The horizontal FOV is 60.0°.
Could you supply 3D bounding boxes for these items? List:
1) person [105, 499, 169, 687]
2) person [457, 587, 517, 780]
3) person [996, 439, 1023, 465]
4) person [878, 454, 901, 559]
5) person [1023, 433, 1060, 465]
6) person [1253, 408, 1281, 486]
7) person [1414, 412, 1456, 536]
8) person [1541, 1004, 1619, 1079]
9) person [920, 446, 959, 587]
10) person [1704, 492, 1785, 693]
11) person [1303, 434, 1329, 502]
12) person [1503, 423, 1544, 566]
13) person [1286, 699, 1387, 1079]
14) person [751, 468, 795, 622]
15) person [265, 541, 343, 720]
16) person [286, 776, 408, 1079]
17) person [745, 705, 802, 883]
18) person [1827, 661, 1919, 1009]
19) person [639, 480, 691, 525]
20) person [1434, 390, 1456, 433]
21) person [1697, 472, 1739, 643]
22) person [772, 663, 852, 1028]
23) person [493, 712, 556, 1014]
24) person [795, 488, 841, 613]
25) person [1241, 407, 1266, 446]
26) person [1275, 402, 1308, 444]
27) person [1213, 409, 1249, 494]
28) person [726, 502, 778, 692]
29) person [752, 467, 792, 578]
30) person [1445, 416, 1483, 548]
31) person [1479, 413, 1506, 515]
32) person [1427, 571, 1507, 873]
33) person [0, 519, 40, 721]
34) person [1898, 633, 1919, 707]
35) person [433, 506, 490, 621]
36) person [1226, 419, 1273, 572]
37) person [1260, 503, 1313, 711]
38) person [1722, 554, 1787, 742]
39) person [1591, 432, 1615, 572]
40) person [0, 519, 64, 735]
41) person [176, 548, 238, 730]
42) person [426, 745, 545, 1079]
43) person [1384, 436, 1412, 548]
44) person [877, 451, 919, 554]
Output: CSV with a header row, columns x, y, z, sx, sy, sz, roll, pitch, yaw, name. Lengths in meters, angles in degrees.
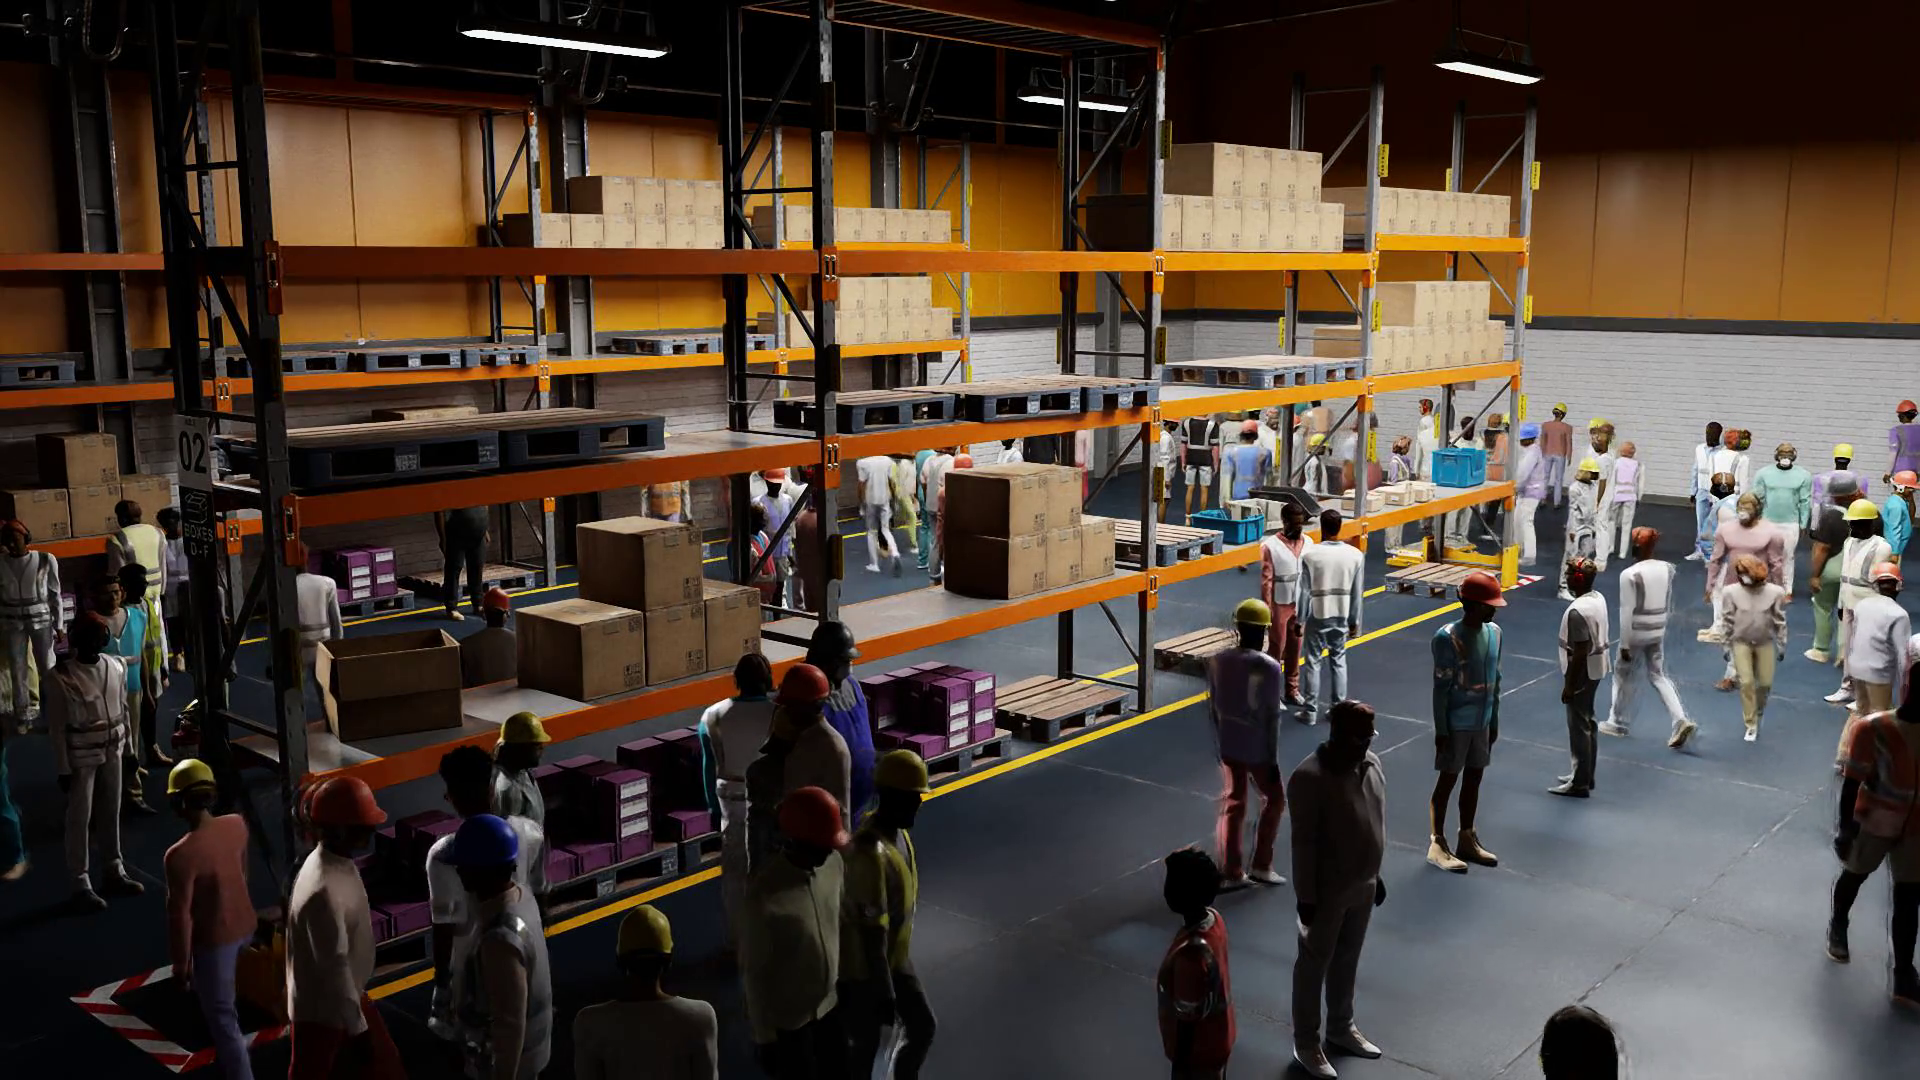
x,y,z,sx,sy,sz,roll,pitch,yaw,name
-7.793,0.528,15.735,0.429,1.839,0.634,4,10,23,person
-3.321,1.204,11.979,0.564,1.745,0.350,-2,10,-11,person
0.690,-0.770,23.911,0.318,1.697,0.534,-6,11,-33,person
-0.983,-0.581,22.815,0.320,1.687,0.539,-4,10,-22,person
1.282,-1.197,25.576,0.623,1.989,0.399,3,10,20,person
4.655,-1.032,24.903,0.654,1.894,0.400,-6,11,-30,person
7.060,-0.958,24.513,0.664,1.907,0.580,8,12,40,person
1.917,2.317,4.995,0.691,1.879,0.941,-4,10,-22,person
-0.127,-0.368,20.481,0.537,2.000,0.689,-9,13,-41,person
7.525,0.466,15.961,1.017,1.891,0.653,-9,13,-42,person
4.832,-0.592,22.754,0.371,1.734,0.488,1,10,6,person
7.566,-0.622,22.358,0.515,1.918,0.614,2,10,10,person
1.929,1.729,8.378,0.639,1.904,0.407,-8,12,-39,person
-1.984,0.136,17.794,0.376,1.934,0.546,9,13,44,person
-5.216,0.930,13.269,0.409,1.875,0.623,7,12,35,person
-2.561,1.936,7.038,1.035,1.930,0.642,-2,10,-12,person
-0.908,1.721,8.932,0.486,1.738,0.321,0,10,1,person
5.212,1.579,9.309,0.677,1.897,1.026,1,10,4,person
-3.720,-0.360,20.935,0.636,1.871,0.796,-1,10,-6,person
8.392,-1.710,28.848,0.366,1.932,0.623,6,11,32,person
8.147,0.182,17.818,0.429,1.837,0.627,5,11,26,person
-0.785,1.618,8.807,0.410,1.984,0.617,-5,11,-29,person
-2.289,1.751,8.750,0.330,1.736,0.487,-1,10,-5,person
-1.350,0.378,16.434,0.405,1.904,0.652,-6,11,-34,person
4.579,-1.217,25.941,0.591,1.913,0.394,-7,12,-37,person
6.042,-1.993,30.417,0.661,1.965,0.681,3,10,19,person
4.677,-1.715,28.525,0.699,2.000,0.538,2,10,10,person
-1.925,0.557,15.547,0.429,1.846,0.625,3,10,16,person
-2.425,-0.433,21.275,0.404,1.915,0.598,9,13,43,person
7.114,-0.813,23.551,0.606,1.908,0.400,-3,10,-18,person
8.573,-1.218,26.753,0.518,1.640,0.307,7,12,37,person
3.413,1.206,11.116,0.606,2.035,0.405,-6,11,-31,person
-8.420,0.704,14.708,0.567,1.838,0.385,-1,10,-5,person
6.797,1.245,11.524,0.405,1.822,0.593,-6,11,-34,person
-5.620,-0.102,18.892,0.537,2.000,0.683,8,12,39,person
3.801,-0.591,22.003,0.609,2.003,1.043,4,10,24,person
2.962,0.599,15.121,0.598,1.908,0.410,-6,11,-32,person
6.783,0.900,14.241,0.522,1.601,0.501,4,10,22,person
8.422,-0.502,21.882,0.344,1.840,0.507,6,11,30,person
-8.046,0.747,14.323,0.584,1.879,0.369,-3,10,-19,person
-5.969,0.935,13.237,0.547,1.865,0.336,4,10,23,person
-2.118,1.864,7.434,0.424,1.944,0.643,7,12,35,person
6.171,-0.656,23.426,0.314,1.631,0.525,-3,10,-16,person
-0.818,-0.608,23.241,0.739,1.595,0.532,2,10,14,person
